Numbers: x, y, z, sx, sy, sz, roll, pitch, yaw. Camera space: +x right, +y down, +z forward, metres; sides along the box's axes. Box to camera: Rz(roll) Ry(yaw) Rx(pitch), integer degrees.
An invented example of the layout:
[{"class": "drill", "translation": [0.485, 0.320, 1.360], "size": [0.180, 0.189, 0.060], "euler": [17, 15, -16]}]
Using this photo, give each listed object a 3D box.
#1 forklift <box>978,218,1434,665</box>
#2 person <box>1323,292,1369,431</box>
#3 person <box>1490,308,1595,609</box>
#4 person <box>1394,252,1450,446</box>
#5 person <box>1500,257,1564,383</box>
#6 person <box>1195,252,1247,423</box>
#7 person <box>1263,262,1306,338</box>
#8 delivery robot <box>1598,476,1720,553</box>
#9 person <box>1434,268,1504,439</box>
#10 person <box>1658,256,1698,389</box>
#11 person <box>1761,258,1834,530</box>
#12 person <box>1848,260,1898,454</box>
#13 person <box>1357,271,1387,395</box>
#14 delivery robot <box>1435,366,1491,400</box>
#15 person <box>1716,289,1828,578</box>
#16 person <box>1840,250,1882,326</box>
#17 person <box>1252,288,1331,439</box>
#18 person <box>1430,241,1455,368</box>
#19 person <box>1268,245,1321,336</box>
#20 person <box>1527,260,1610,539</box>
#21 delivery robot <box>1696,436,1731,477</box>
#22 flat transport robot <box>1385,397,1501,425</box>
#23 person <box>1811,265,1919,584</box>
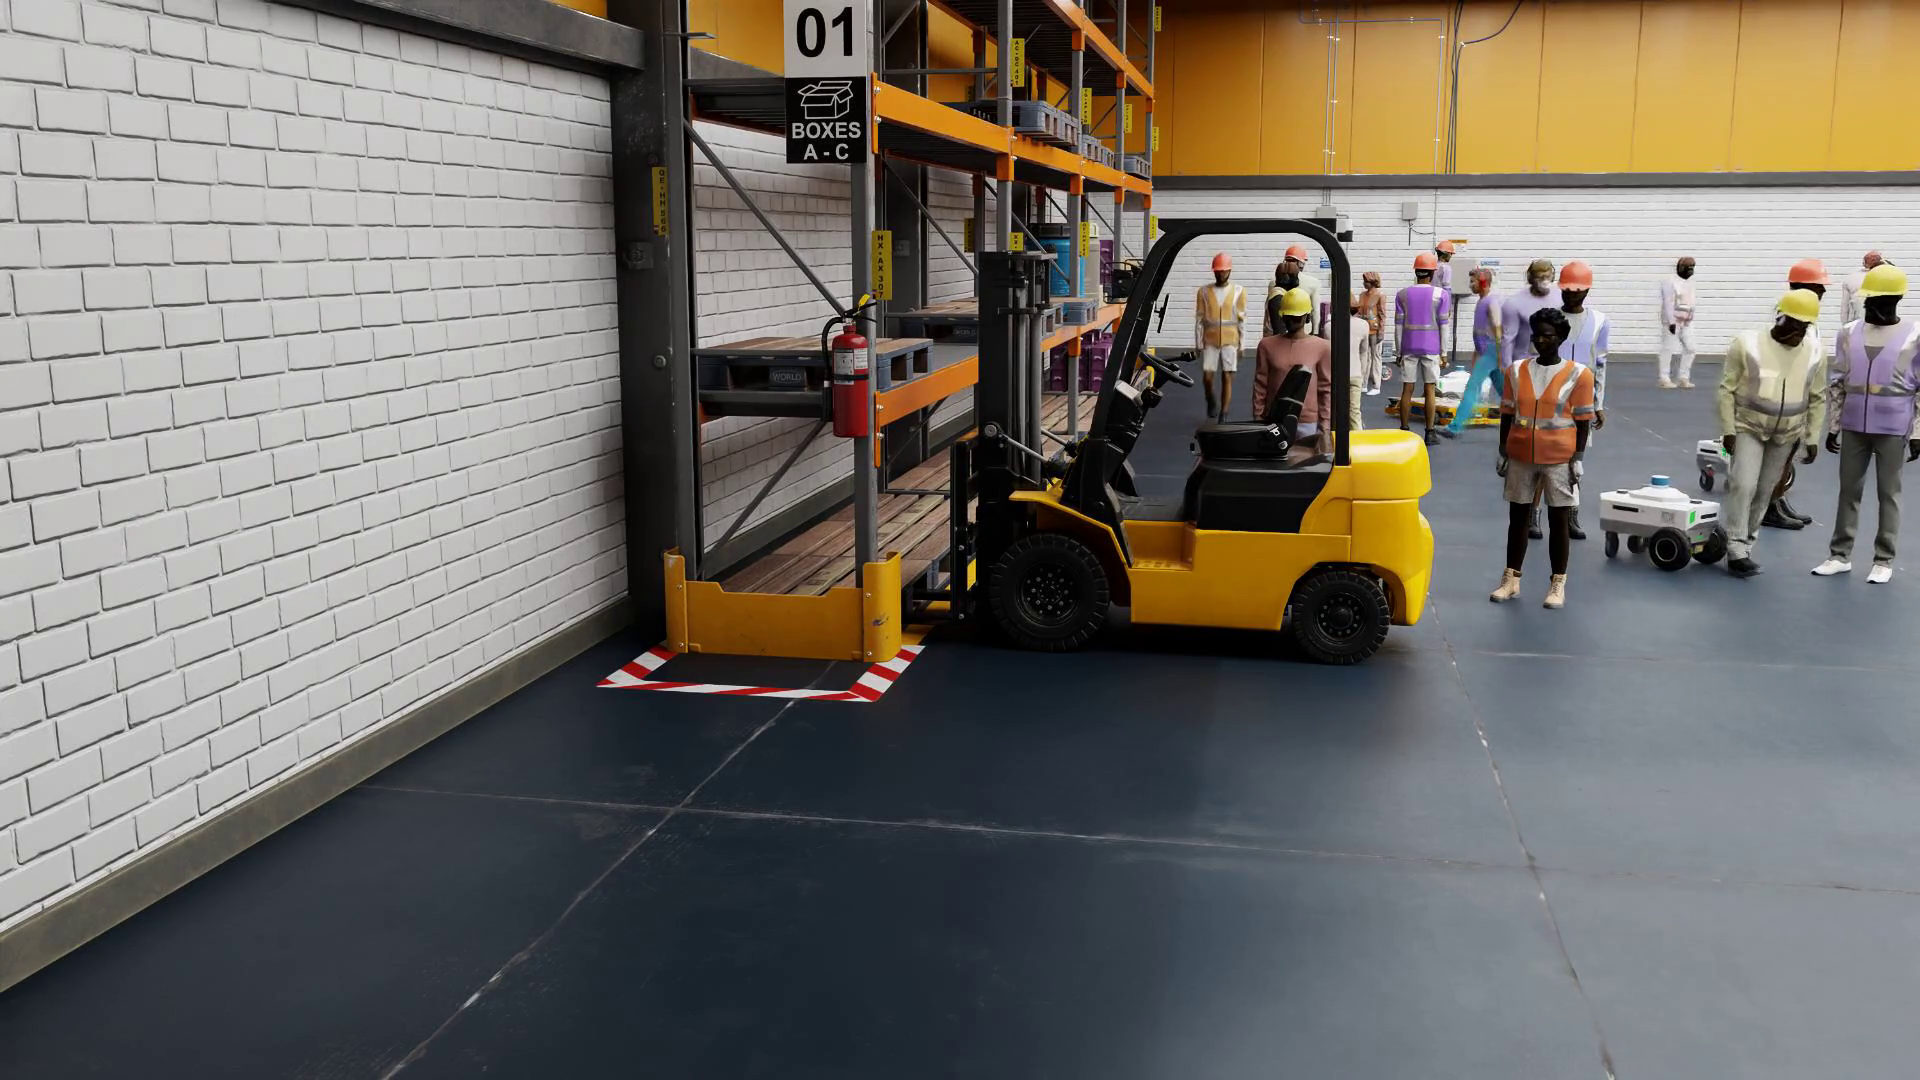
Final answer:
[{"class": "forklift", "translation": [1.285, -0.567, 8.635], "size": [2.313, 2.155, 1.214], "euler": [2, 11, 11]}, {"class": "person", "translation": [3.433, -1.431, 14.911], "size": [0.498, 1.633, 0.285], "euler": [-5, 12, -27]}, {"class": "person", "translation": [3.296, -0.463, 9.430], "size": [0.535, 1.697, 0.318], "euler": [8, 13, 37]}, {"class": "person", "translation": [4.640, -1.915, 16.727], "size": [0.545, 1.938, 0.355], "euler": [5, 12, 27]}, {"class": "person", "translation": [5.027, -1.506, 14.546], "size": [0.664, 1.912, 0.515], "euler": [-1, 10, -5]}, {"class": "person", "translation": [2.845, -2.166, 18.132], "size": [0.555, 1.923, 0.600], "euler": [2, 11, 11]}, {"class": "person", "translation": [3.273, -1.881, 16.807], "size": [0.429, 1.841, 0.634], "euler": [2, 11, 13]}, {"class": "delivery robot", "translation": [4.488, -0.172, 10.706], "size": [0.477, 0.478, 0.707], "euler": [-7, 13, -35]}, {"class": "person", "translation": [5.453, -1.900, 17.143], "size": [1.026, 1.778, 0.566], "euler": [2, 11, 12]}, {"class": "person", "translation": [9.915, -2.977, 22.875], "size": [0.621, 1.818, 0.585], "euler": [-4, 11, -23]}, {"class": "person", "translation": [6.032, -1.050, 11.984], "size": [0.357, 1.936, 0.551], "euler": [8, 13, 37]}, {"class": "person", "translation": [8.821, -1.764, 16.106], "size": [0.315, 1.863, 0.526], "euler": [-5, 11, -25]}, {"class": "person", "translation": [5.435, -2.735, 22.047], "size": [0.312, 1.638, 0.512], "euler": [-5, 12, -27]}, {"class": "delivery robot", "translation": [5.946, -1.830, 19.798], "size": [0.707, 0.478, 0.477], "euler": [-2, 11, -13]}, {"class": "person", "translation": [4.997, -0.651, 10.252], "size": [0.624, 1.771, 0.774], "euler": [1, 10, 4]}, {"class": "person", "translation": [12.027, -2.872, 22.043], "size": [0.651, 1.913, 0.410], "euler": [10, 14, 43]}, {"class": "person", "translation": [2.183, -0.773, 10.965], "size": [0.523, 1.760, 0.327], "euler": [3, 11, 18]}, {"class": "person", "translation": [7.705, -3.772, 26.672], "size": [0.406, 2.029, 0.612], "euler": [-3, 11, -18]}, {"class": "person", "translation": [3.859, -2.405, 19.269], "size": [0.613, 1.991, 0.392], "euler": [3, 11, 16]}, {"class": "person", "translation": [4.197, -0.960, 11.516], "size": [0.542, 1.930, 0.375], "euler": [1, 10, 6]}, {"class": "delivery robot", "translation": [6.432, -0.718, 13.701], "size": [0.707, 0.478, 0.477], "euler": [-4, 11, -21]}, {"class": "flat transport robot", "translation": [5.498, -1.476, 18.891], "size": [0.652, 0.197, 1.431], "euler": [-3, 11, -17]}, {"class": "person", "translation": [5.551, -0.697, 10.087], "size": [0.384, 1.924, 0.589], "euler": [-8, 13, -36]}]
